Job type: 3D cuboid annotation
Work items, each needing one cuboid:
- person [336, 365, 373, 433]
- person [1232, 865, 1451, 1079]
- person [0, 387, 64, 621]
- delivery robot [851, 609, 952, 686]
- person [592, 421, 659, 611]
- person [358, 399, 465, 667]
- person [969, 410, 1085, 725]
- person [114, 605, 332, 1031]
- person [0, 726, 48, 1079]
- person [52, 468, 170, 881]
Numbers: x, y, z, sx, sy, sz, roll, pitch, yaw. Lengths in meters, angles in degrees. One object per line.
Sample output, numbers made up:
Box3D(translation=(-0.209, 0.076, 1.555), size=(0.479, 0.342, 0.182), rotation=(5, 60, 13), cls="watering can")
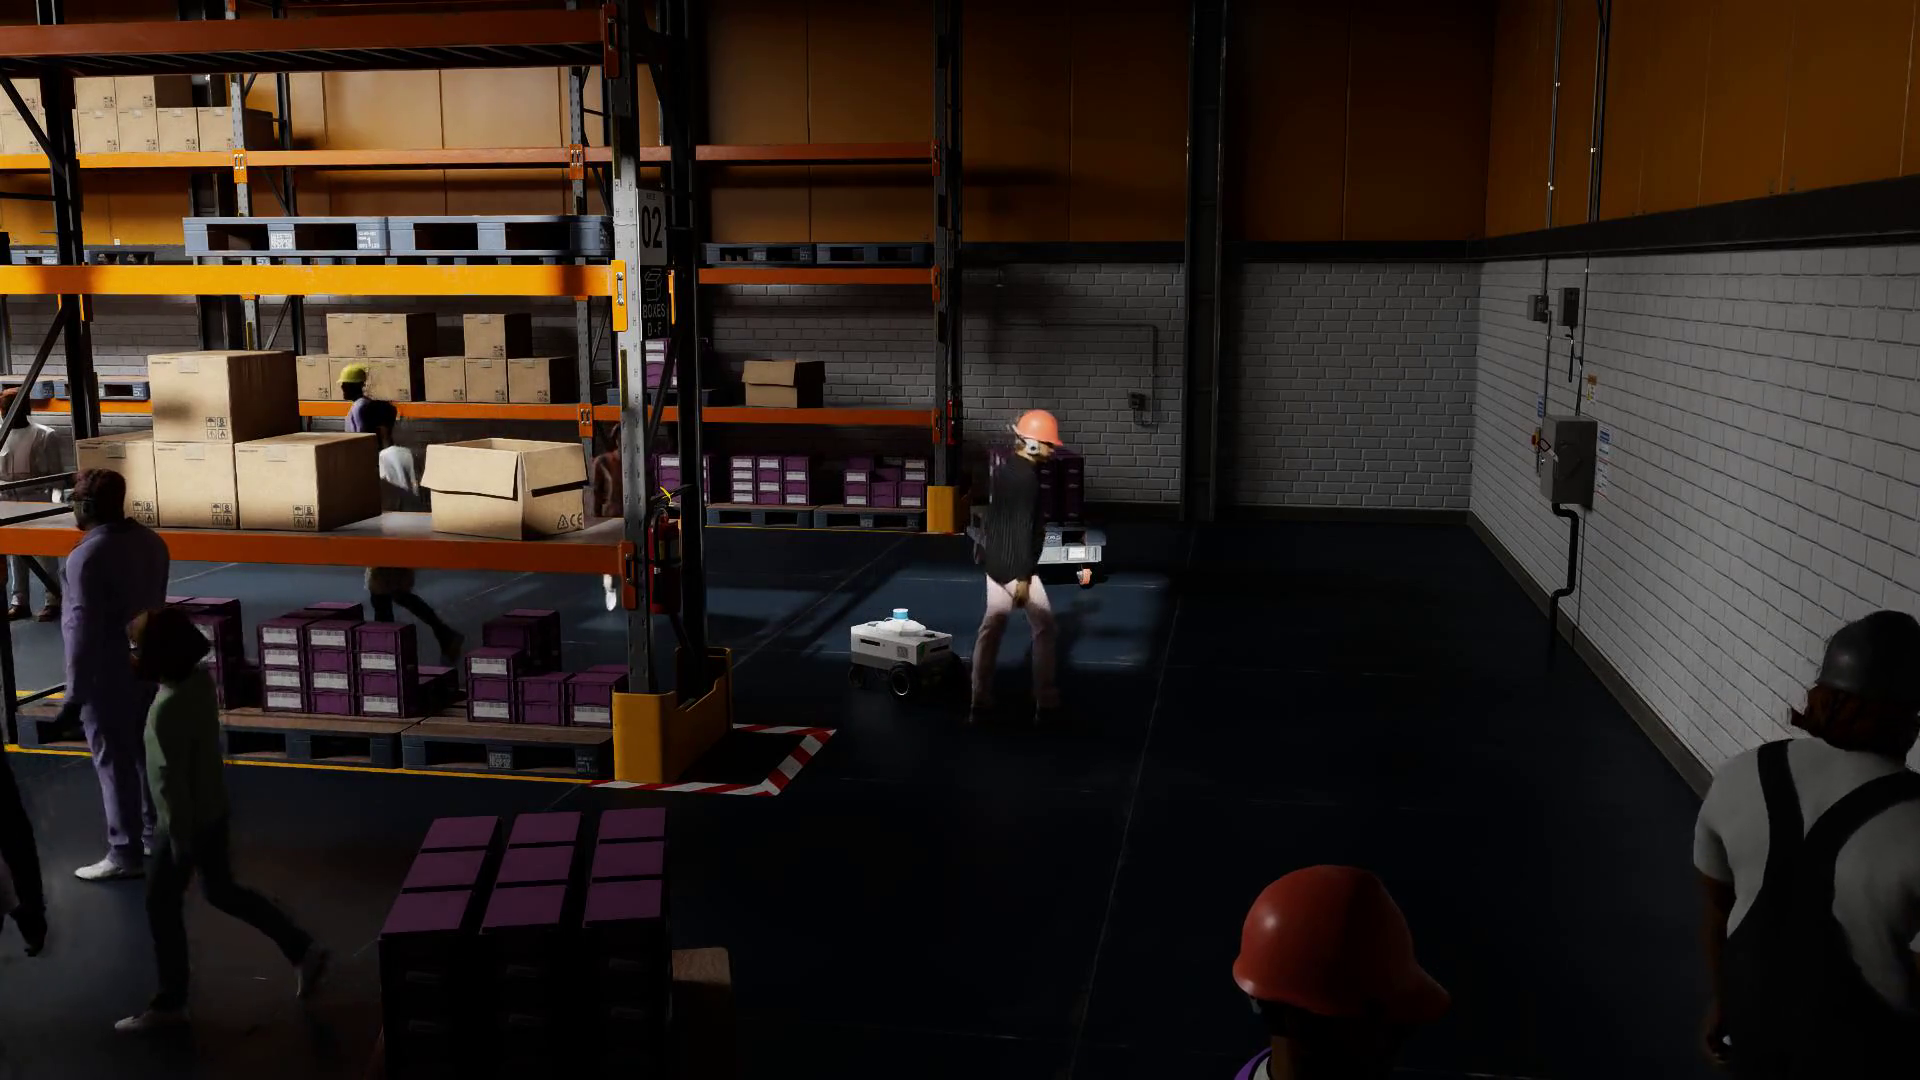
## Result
Box3D(translation=(-5.934, -0.790, 16.488), size=(1.006, 1.878, 0.587), rotation=(-1, 9, -6), cls="person")
Box3D(translation=(0.530, 1.428, 2.546), size=(0.355, 1.938, 0.545), rotation=(3, 10, 18), cls="person")
Box3D(translation=(-7.478, -0.282, 13.320), size=(0.585, 1.882, 0.337), rotation=(0, 9, 1), cls="person")
Box3D(translation=(-0.394, 0.700, 11.048), size=(0.707, 0.478, 0.477), rotation=(8, 12, 41), cls="delivery robot")
Box3D(translation=(-2.673, -0.149, 13.305), size=(0.520, 1.627, 0.459), rotation=(-3, 10, -18), cls="person")
Box3D(translation=(-3.794, 0.013, 11.286), size=(0.645, 1.950, 0.638), rotation=(2, 9, 10), cls="person")
Box3D(translation=(0.430, 0.179, 10.229), size=(0.825, 1.946, 0.654), rotation=(-3, 10, -16), cls="person")
Box3D(translation=(-2.749, 1.018, 6.103), size=(0.707, 1.609, 0.527), rotation=(-1, 9, -3), cls="person")
Box3D(translation=(-2.941, 1.116, 4.693), size=(0.621, 1.870, 0.611), rotation=(3, 9, 15), cls="person")
Box3D(translation=(-3.911, 0.618, 7.671), size=(0.401, 1.905, 0.702), rotation=(1, 9, 3), cls="person")
